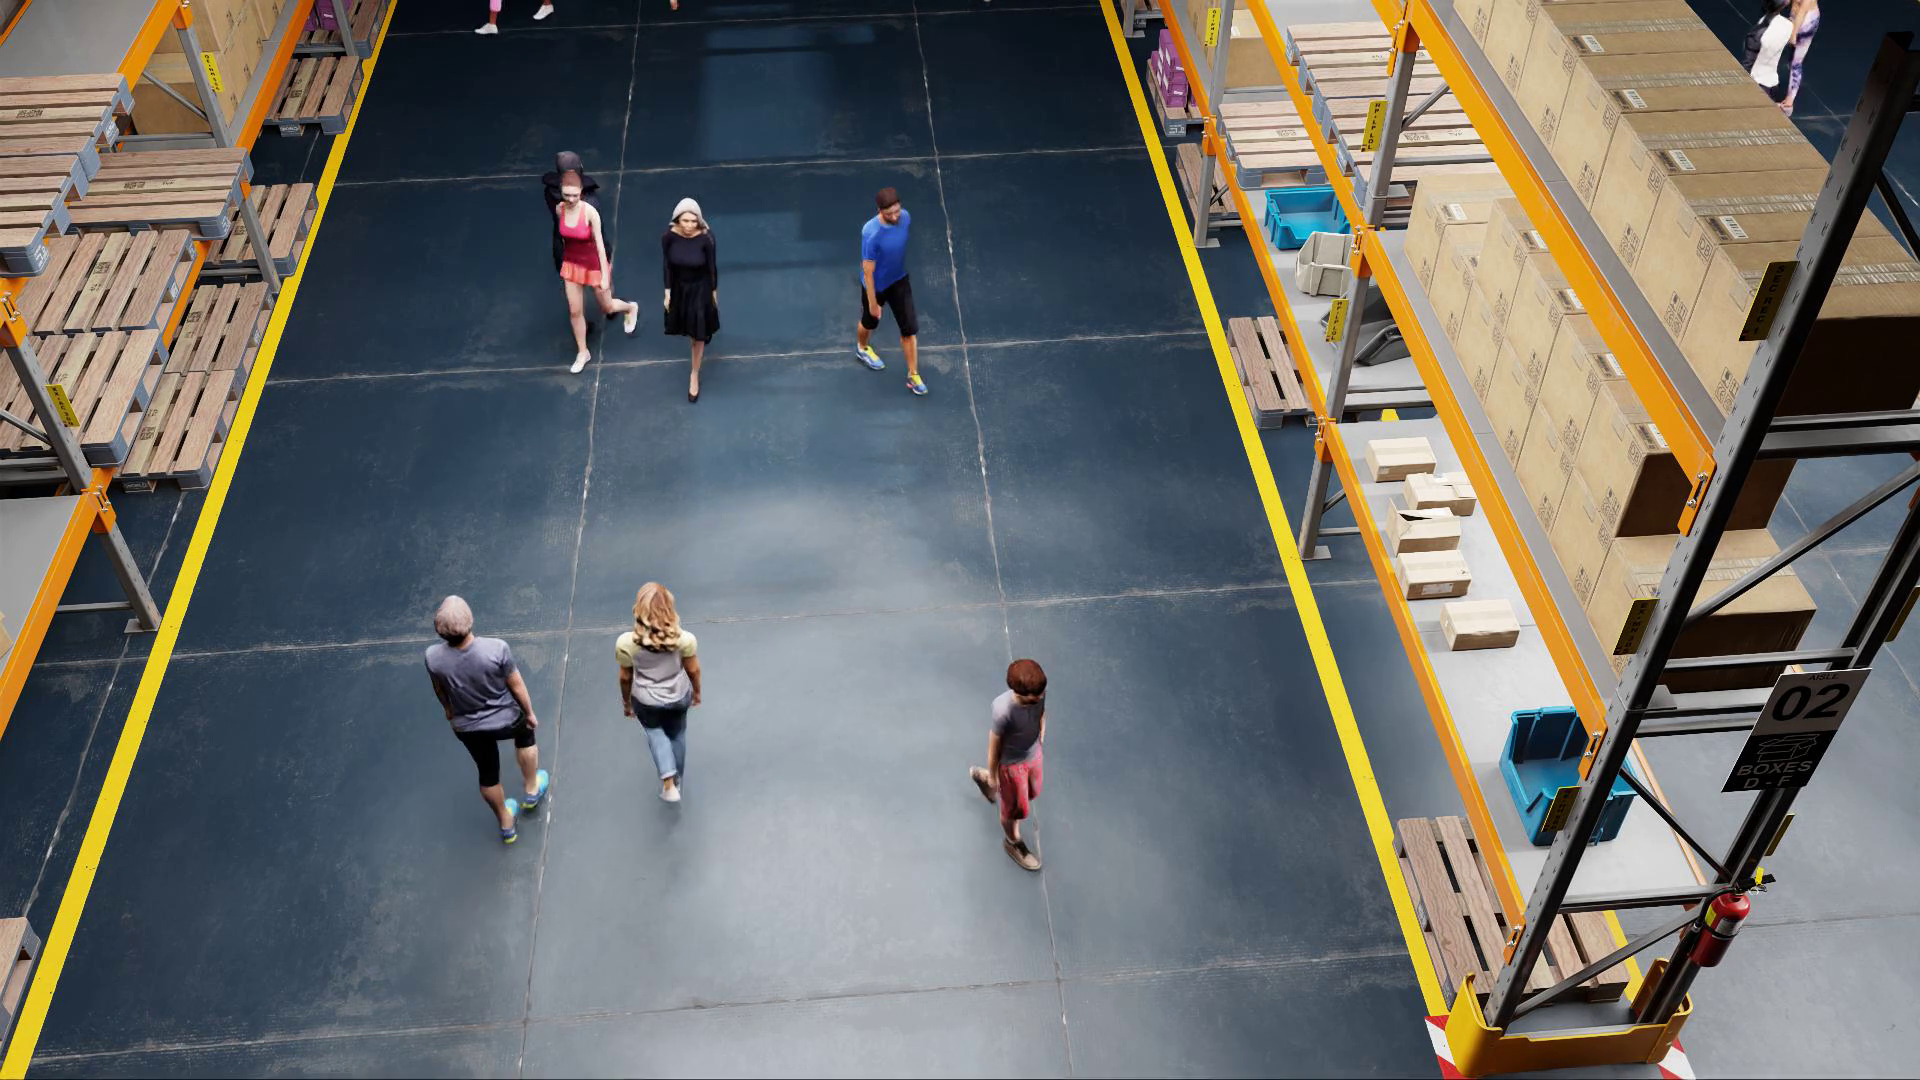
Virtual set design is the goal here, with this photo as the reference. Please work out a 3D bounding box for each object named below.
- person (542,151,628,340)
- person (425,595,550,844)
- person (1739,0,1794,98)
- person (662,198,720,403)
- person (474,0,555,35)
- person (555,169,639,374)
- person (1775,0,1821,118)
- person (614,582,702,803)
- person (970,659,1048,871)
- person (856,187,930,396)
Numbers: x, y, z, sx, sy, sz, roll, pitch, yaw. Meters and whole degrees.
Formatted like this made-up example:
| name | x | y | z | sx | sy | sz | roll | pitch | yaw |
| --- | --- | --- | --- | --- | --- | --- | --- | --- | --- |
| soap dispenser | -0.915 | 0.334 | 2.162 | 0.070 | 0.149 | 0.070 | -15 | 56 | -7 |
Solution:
| name | x | y | z | sx | sy | sz | roll | pitch | yaw |
| --- | --- | --- | --- | --- | --- | --- | --- | --- | --- |
| person | -3.086 | -2.306 | 13.317 | 0.852 | 1.652 | 0.959 | 12 | 45 | 13 |
| person | -2.718 | 1.100 | 9.582 | 0.697 | 1.873 | 0.726 | -5 | 44 | -5 |
| person | 7.197 | -4.026 | 14.983 | 0.910 | 1.845 | 1.310 | -14 | 45 | -14 |
| person | -2.051 | -1.913 | 12.852 | 0.722 | 1.725 | 0.946 | 5 | 44 | 5 |
| person | -4.634 | -6.134 | 17.307 | 1.134 | 1.691 | 1.161 | -33 | 53 | -30 |
| person | -2.898 | -2.178 | 13.128 | 0.825 | 1.728 | 1.071 | 14 | 45 | 14 |
| person | 8.134 | -4.886 | 15.956 | 0.857 | 1.747 | 0.954 | -29 | 51 | -27 |
| person | -1.738 | 0.988 | 9.819 | 0.690 | 1.708 | 0.743 | -10 | 45 | -10 |
| person | 0.258 | 1.216 | 9.635 | 0.902 | 1.633 | 1.005 | -33 | 53 | -30 |
| person | -0.628 | -2.029 | 12.906 | 1.013 | 1.818 | 1.201 | -33 | 52 | -30 |
